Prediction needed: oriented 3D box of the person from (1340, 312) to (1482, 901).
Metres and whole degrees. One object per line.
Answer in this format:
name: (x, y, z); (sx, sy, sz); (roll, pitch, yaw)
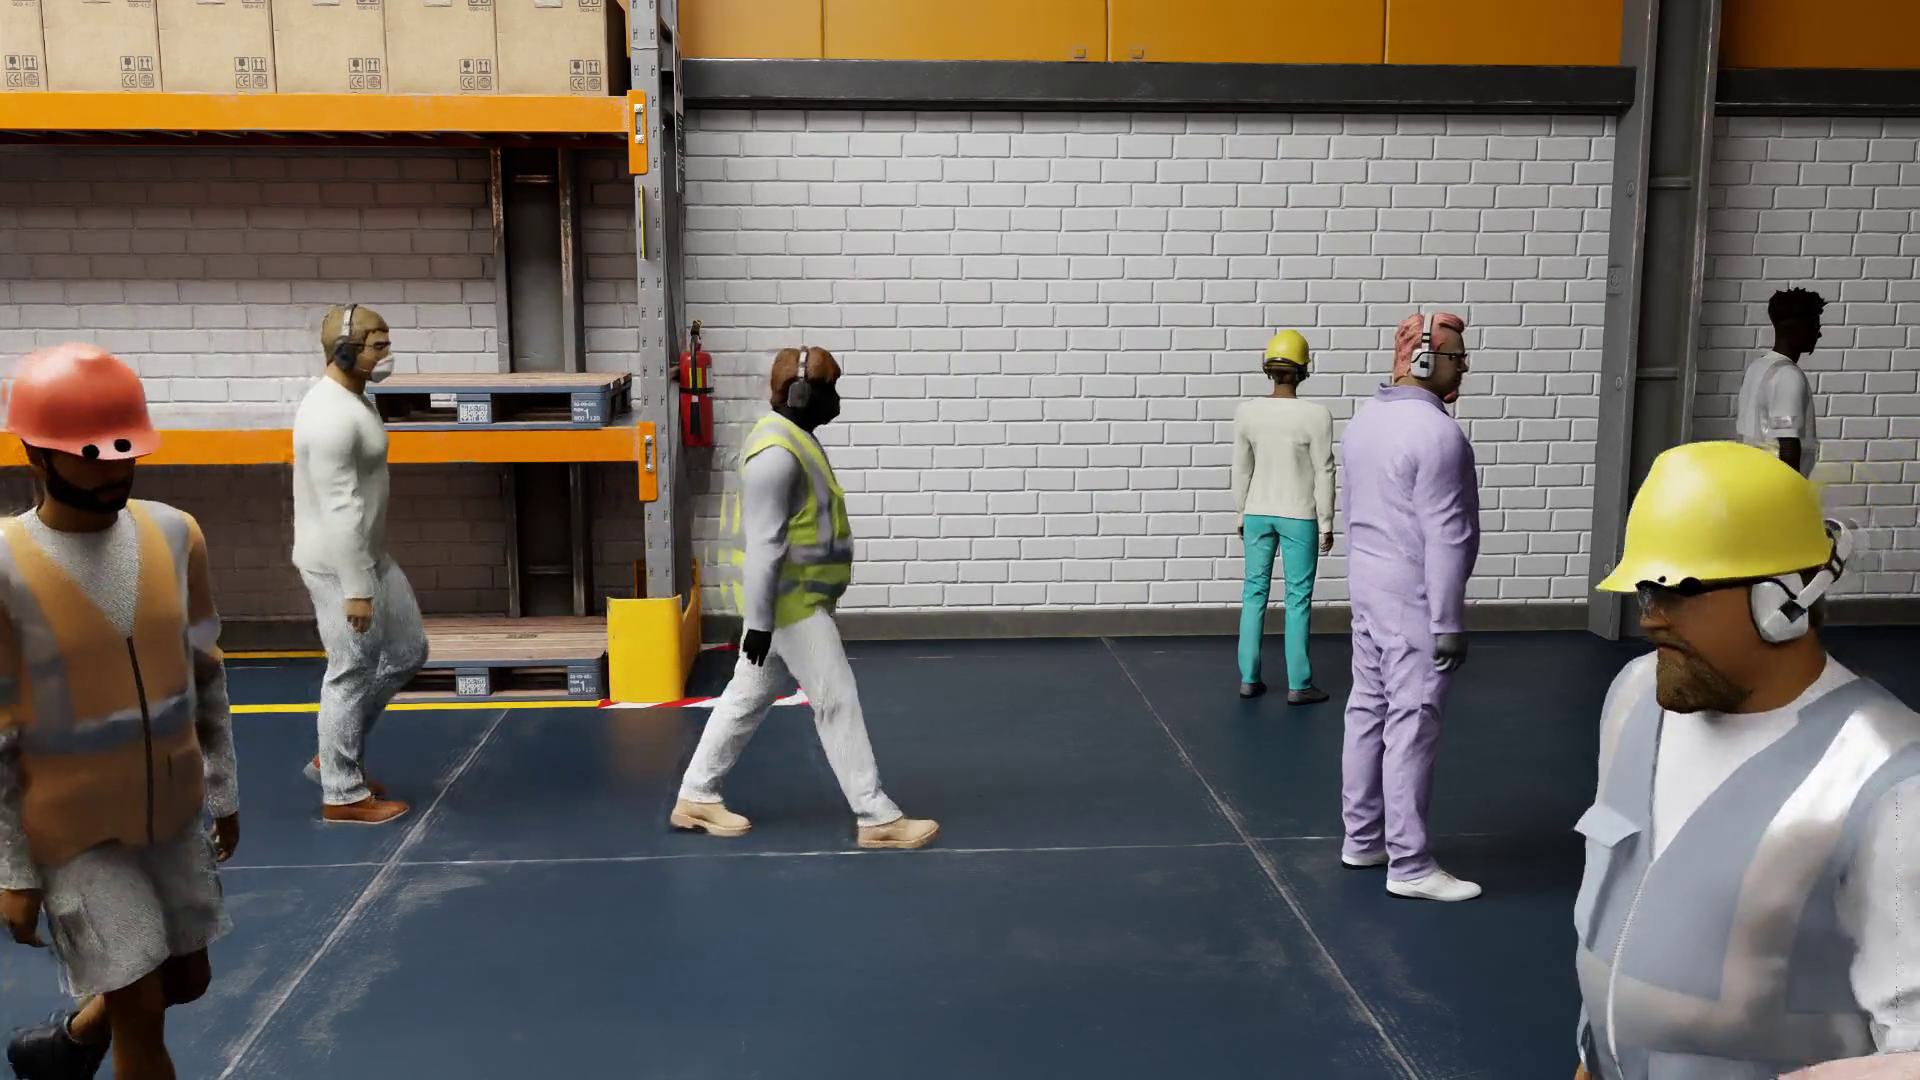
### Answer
person: (1.492, 0.211, 5.468); (0.400, 1.905, 0.643); (-2, 9, -12)

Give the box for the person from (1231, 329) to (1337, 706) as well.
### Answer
person: (1.529, -0.103, 7.856); (0.530, 1.772, 0.303); (7, 11, 37)

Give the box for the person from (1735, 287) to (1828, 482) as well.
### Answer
person: (4.045, -0.266, 8.263); (0.363, 1.963, 0.612); (1, 9, 8)

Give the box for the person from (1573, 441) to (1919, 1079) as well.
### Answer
person: (1.077, 0.770, 2.242); (0.506, 1.811, 0.656); (-3, 9, -16)

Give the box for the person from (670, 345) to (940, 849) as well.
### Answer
person: (-0.602, 0.208, 5.878); (0.976, 1.788, 0.636); (0, 9, -2)

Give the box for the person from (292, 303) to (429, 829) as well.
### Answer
person: (-2.175, 0.108, 6.039); (0.449, 1.922, 0.662); (-2, 9, -13)

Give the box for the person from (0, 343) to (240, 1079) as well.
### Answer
person: (-1.805, 0.541, 3.414); (0.717, 1.899, 0.572); (6, 11, 31)
